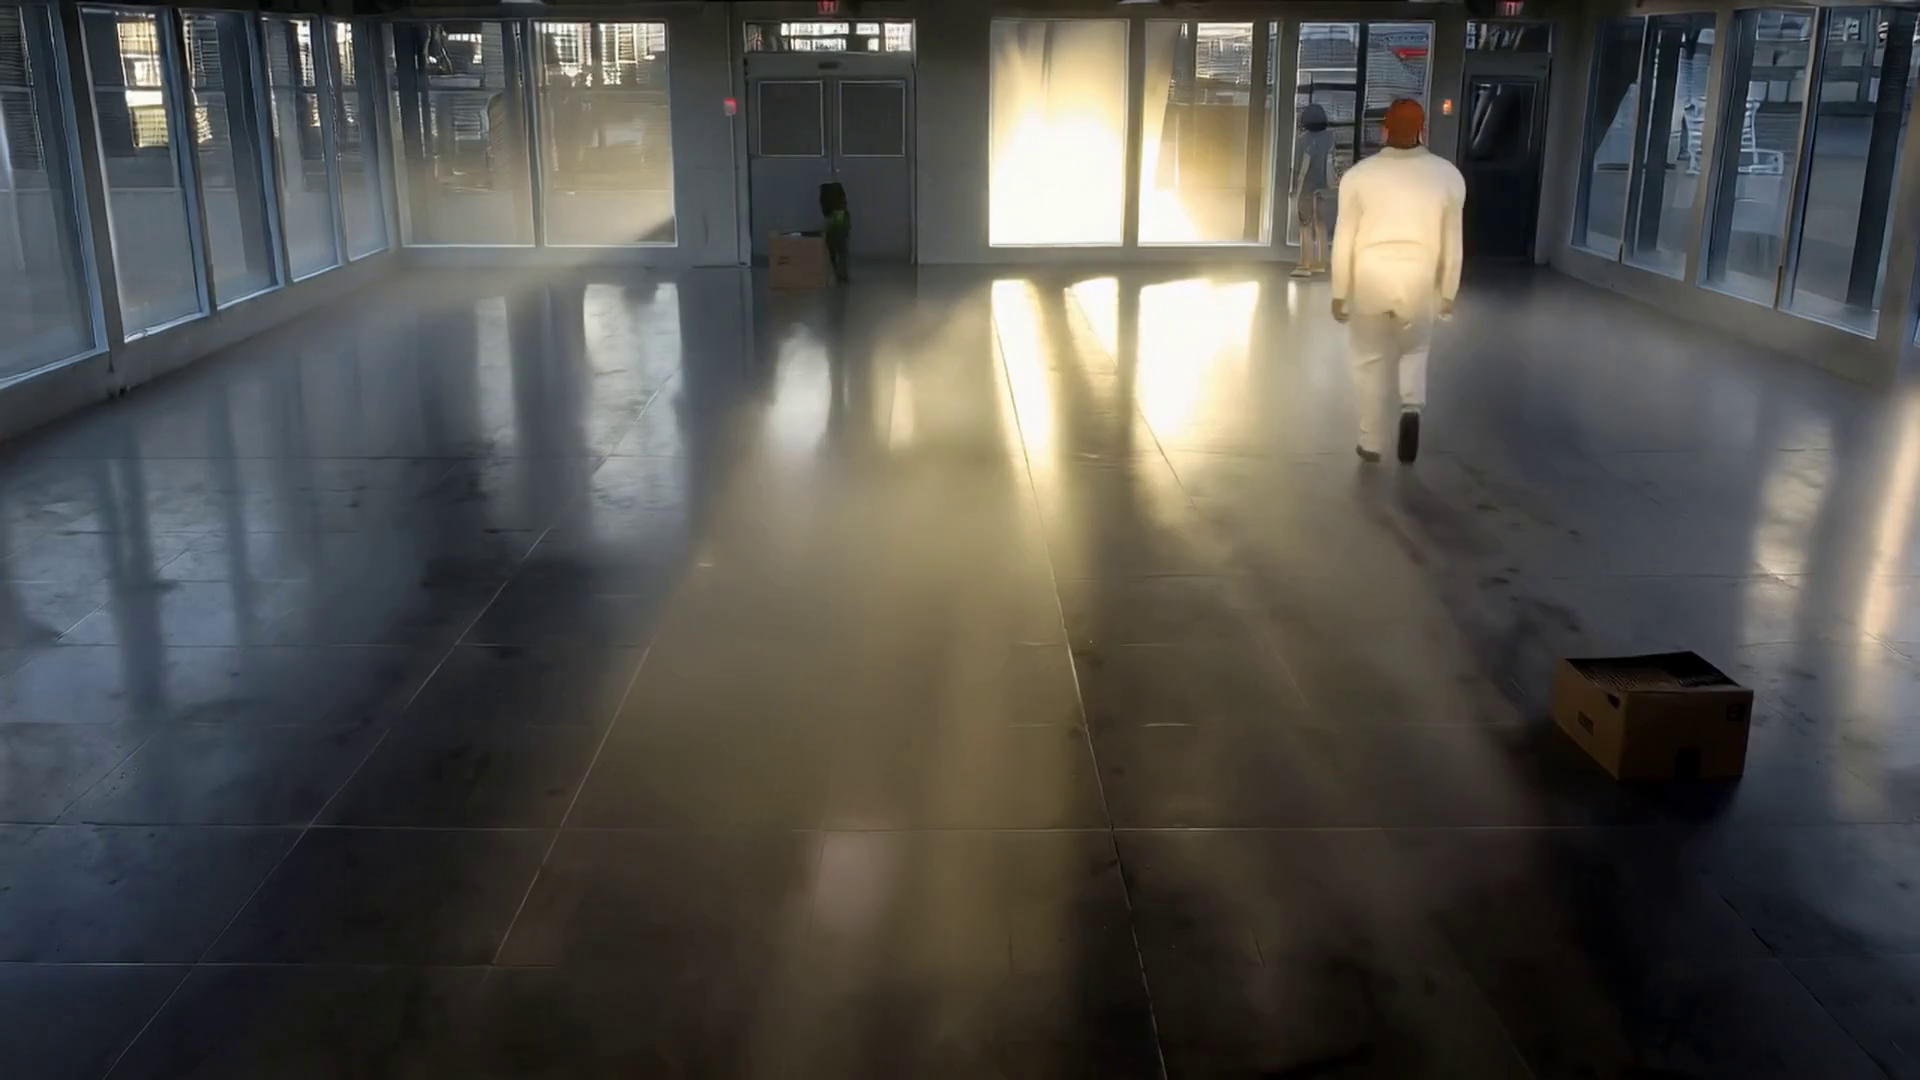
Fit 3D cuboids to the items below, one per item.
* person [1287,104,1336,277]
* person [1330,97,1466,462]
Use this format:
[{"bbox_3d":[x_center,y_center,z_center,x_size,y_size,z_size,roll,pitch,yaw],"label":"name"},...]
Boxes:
[{"bbox_3d":[3.371,-3.345,15.960,0.508,1.632,0.265,-9,19,-28],"label":"person"},{"bbox_3d":[2.232,-1.303,8.559,0.663,1.890,0.589,2,16,6],"label":"person"}]
